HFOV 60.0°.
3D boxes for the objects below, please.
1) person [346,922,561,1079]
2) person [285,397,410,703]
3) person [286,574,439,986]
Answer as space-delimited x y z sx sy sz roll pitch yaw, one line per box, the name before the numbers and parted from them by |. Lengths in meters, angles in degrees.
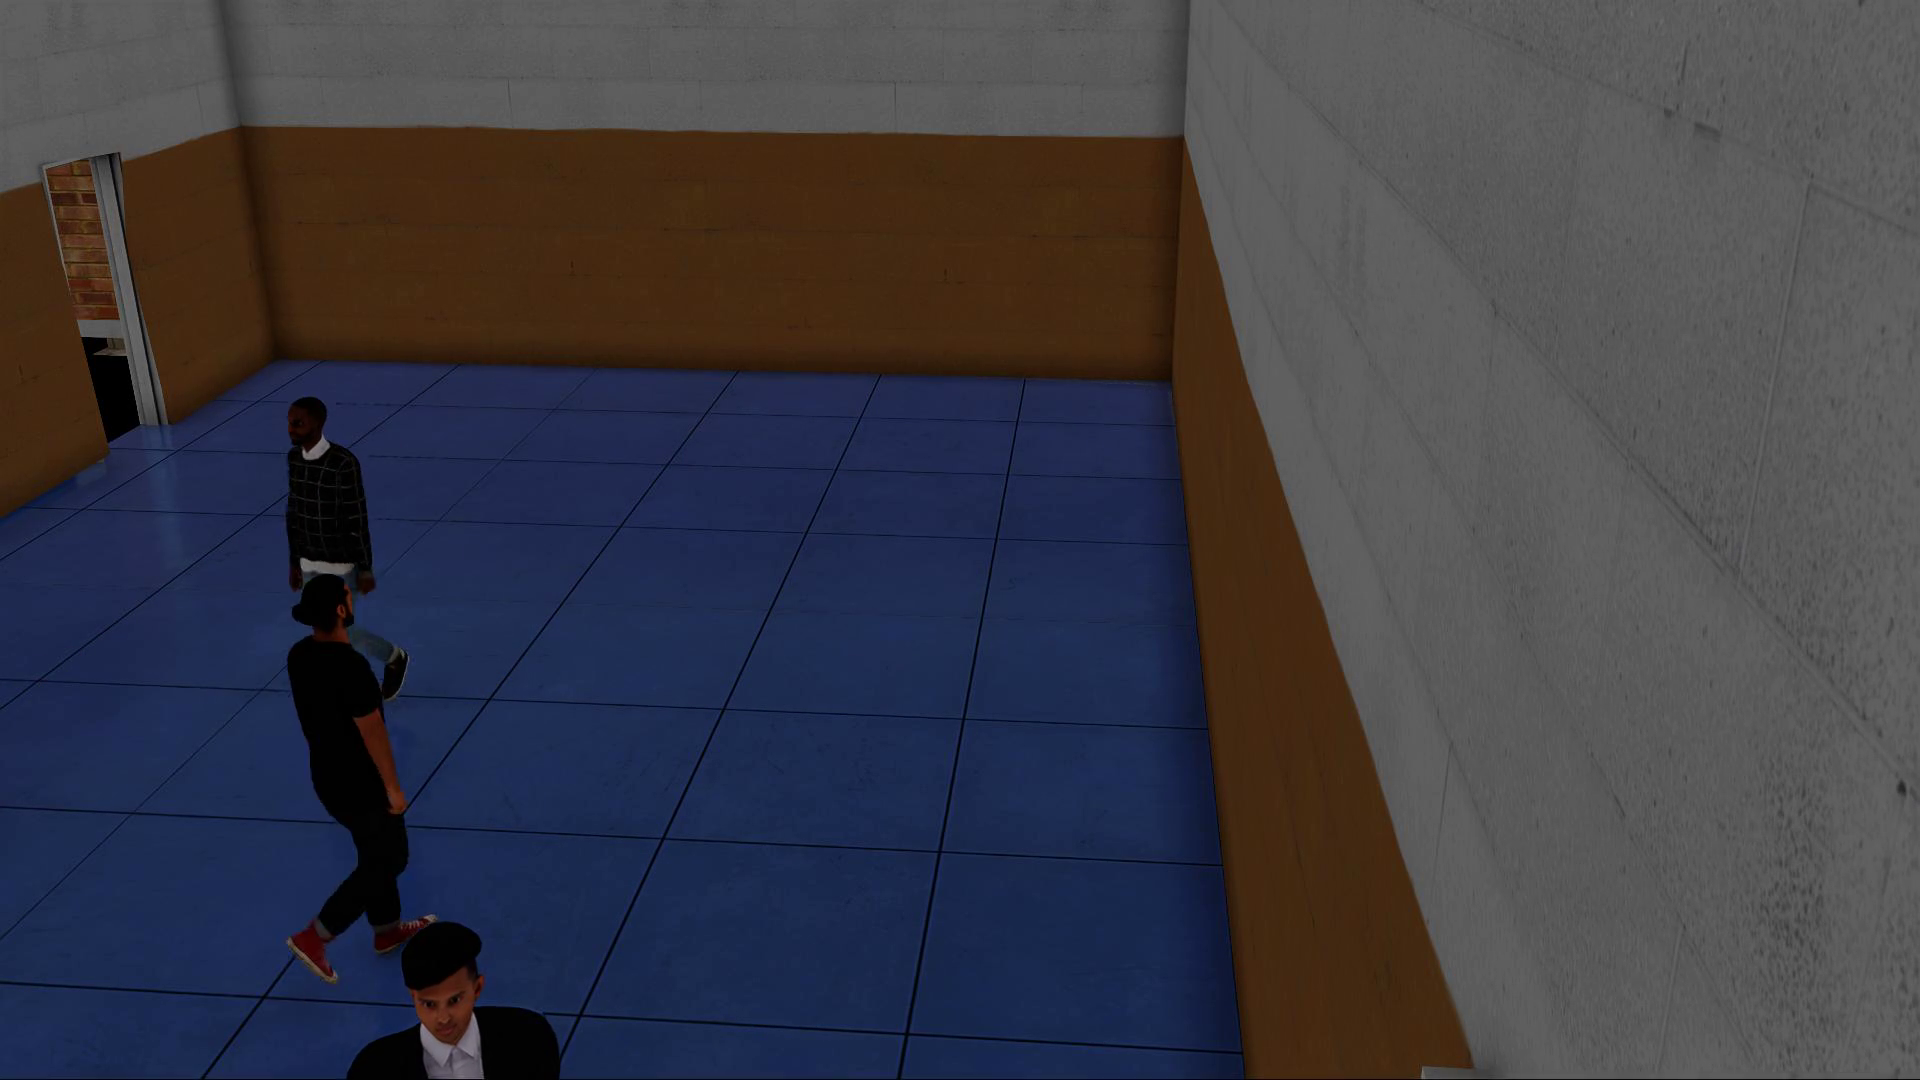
person | -1.299 1.822 4.484 0.668 1.881 0.831 -8 23 -20
person | -3.285 0.084 8.905 0.862 1.809 0.911 13 25 29
person | -2.512 1.002 6.714 0.988 1.739 1.002 18 28 37
